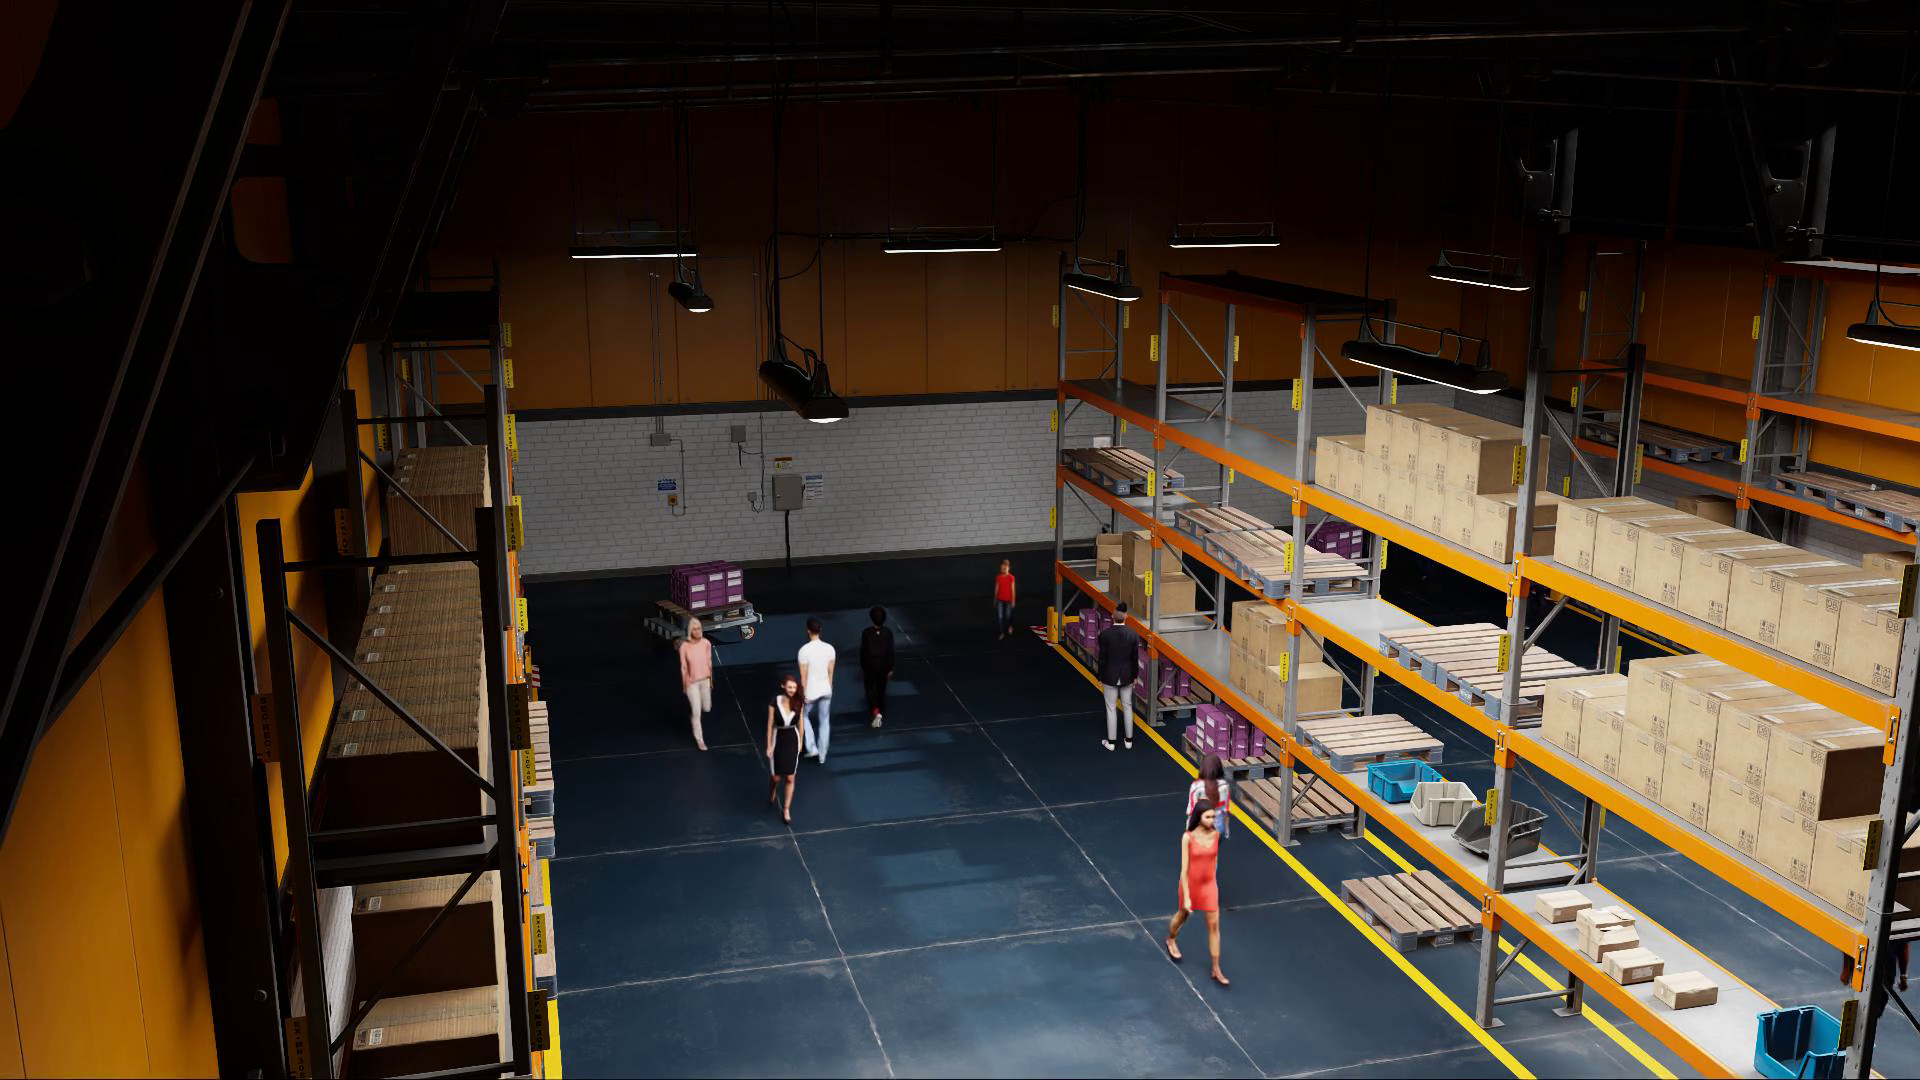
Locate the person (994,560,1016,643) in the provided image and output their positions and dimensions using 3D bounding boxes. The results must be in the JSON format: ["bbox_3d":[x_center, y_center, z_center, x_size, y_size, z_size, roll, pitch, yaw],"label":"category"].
[{"bbox_3d":[0.721,0.922,25.854,0.652,1.297,0.727,5,15,21],"label":"person"}]

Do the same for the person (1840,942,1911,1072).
[{"bbox_3d":[7.585,3.571,13.887,0.684,1.781,0.690,-1,14,-5],"label":"person"}]

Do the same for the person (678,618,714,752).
[{"bbox_3d":[-3.402,1.805,21.324,0.767,1.713,0.980,-9,16,-32],"label":"person"}]

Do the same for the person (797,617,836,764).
[{"bbox_3d":[-1.751,1.901,20.648,0.727,1.844,0.700,-7,15,-26],"label":"person"}]

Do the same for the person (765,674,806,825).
[{"bbox_3d":[-2.015,2.356,18.917,0.661,1.775,0.837,-4,14,-18],"label":"person"}]

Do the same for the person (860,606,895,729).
[{"bbox_3d":[-1.086,1.697,21.871,0.625,1.666,0.843,-3,14,-10],"label":"person"}]

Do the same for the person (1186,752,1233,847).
[{"bbox_3d":[2.550,2.955,16.826,0.634,1.594,0.877,-3,14,-12],"label":"person"}]

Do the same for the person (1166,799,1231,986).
[{"bbox_3d":[2.161,3.229,15.522,0.704,1.676,1.164,-6,15,-22],"label":"person"}]

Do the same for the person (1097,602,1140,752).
[{"bbox_3d":[2.024,1.716,21.191,0.719,1.948,0.618,-2,14,-9],"label":"person"}]
